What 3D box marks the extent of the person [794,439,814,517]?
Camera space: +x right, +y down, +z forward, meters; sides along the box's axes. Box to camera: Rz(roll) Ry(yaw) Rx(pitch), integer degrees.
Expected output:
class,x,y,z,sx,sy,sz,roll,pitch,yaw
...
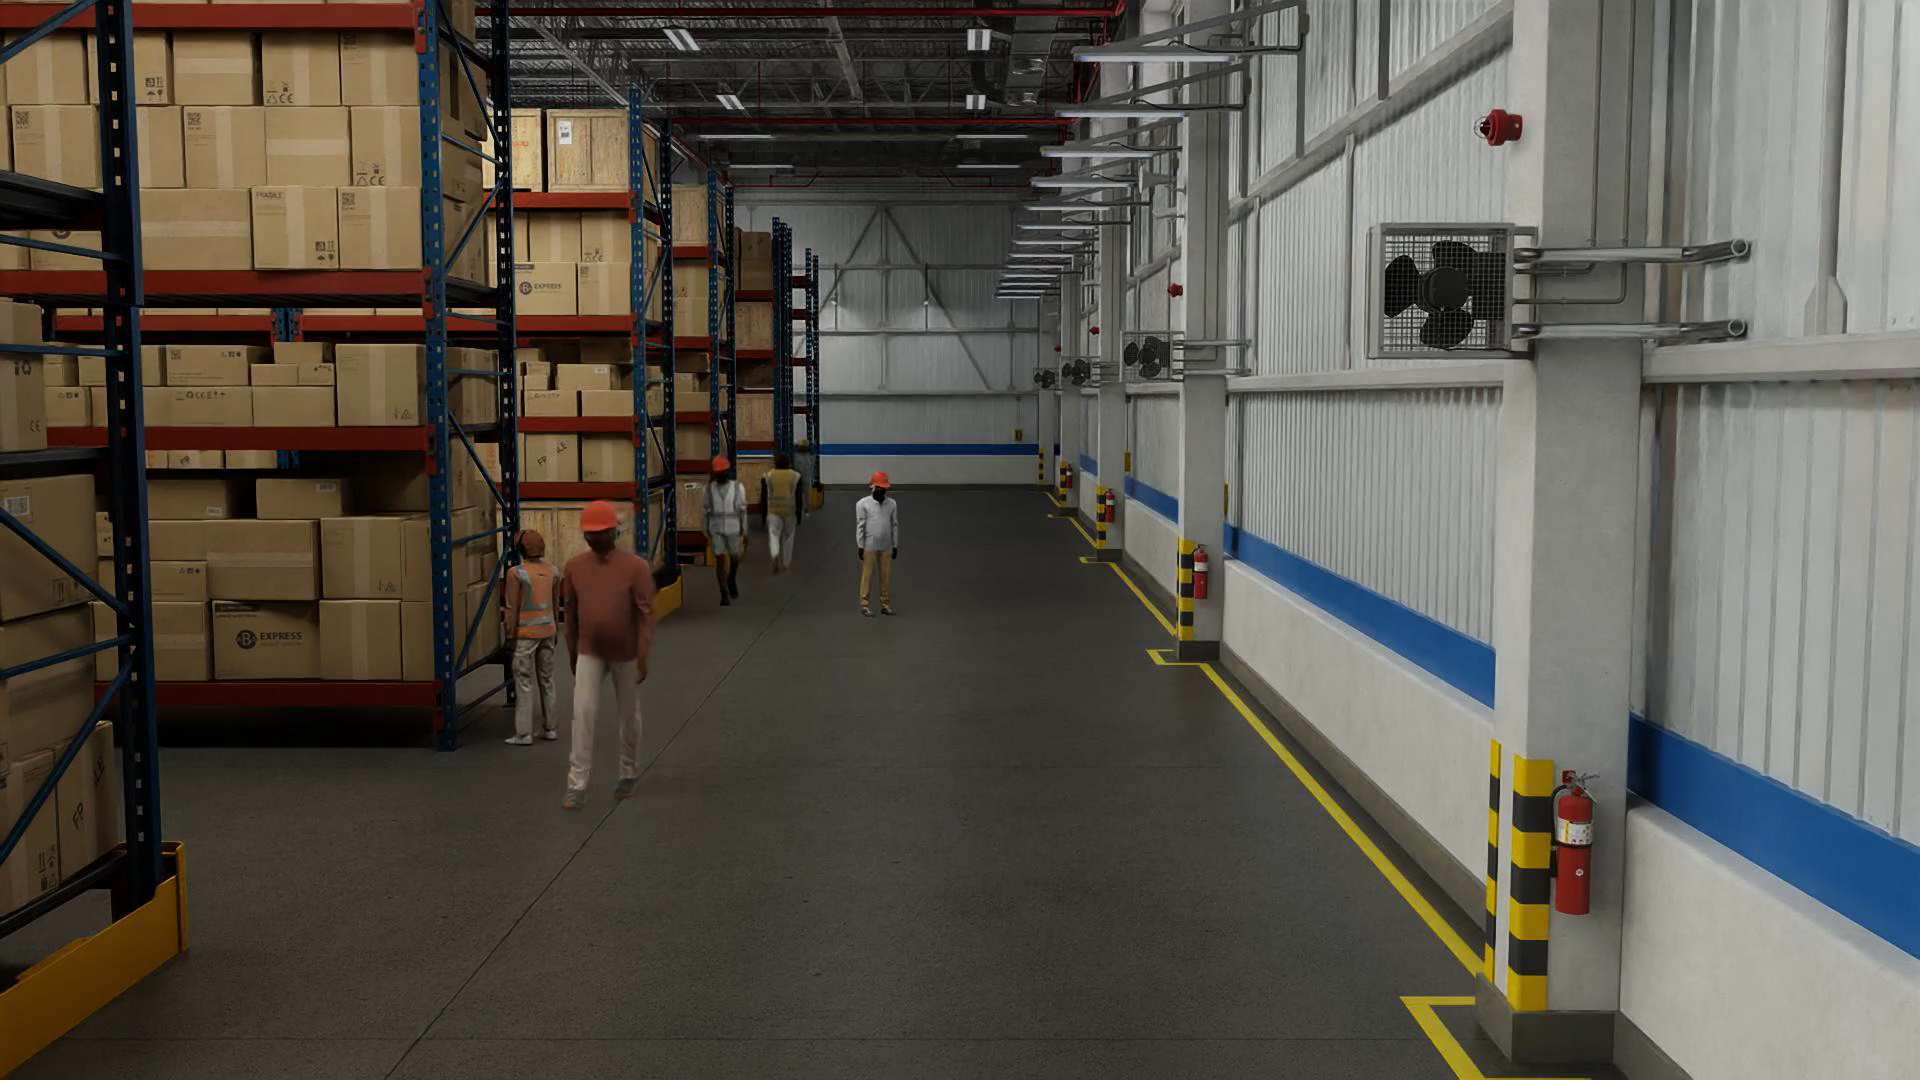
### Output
class,x,y,z,sx,sy,sz,roll,pitch,yaw
person,-3.445,-1.365,36.448,0.481,1.724,0.657,-2,5,-18

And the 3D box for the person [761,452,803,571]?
class,x,y,z,sx,sy,sz,roll,pitch,yaw
person,-2.662,-0.414,24.855,0.633,1.817,0.751,0,5,-3

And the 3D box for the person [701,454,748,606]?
class,x,y,z,sx,sy,sz,roll,pitch,yaw
person,-2.970,-0.128,20.941,0.577,1.916,0.493,0,5,-6

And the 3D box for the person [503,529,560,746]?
class,x,y,z,sx,sy,sz,roll,pitch,yaw
person,-3.226,0.733,12.581,0.312,1.632,0.525,3,6,32

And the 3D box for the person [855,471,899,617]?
class,x,y,z,sx,sy,sz,roll,pitch,yaw
person,-0.974,0.052,19.846,0.567,1.744,0.350,-3,6,-30

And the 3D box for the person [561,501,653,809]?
class,x,y,z,sx,sy,sz,roll,pitch,yaw
person,-2.272,0.736,10.638,0.630,1.954,0.881,0,5,3
